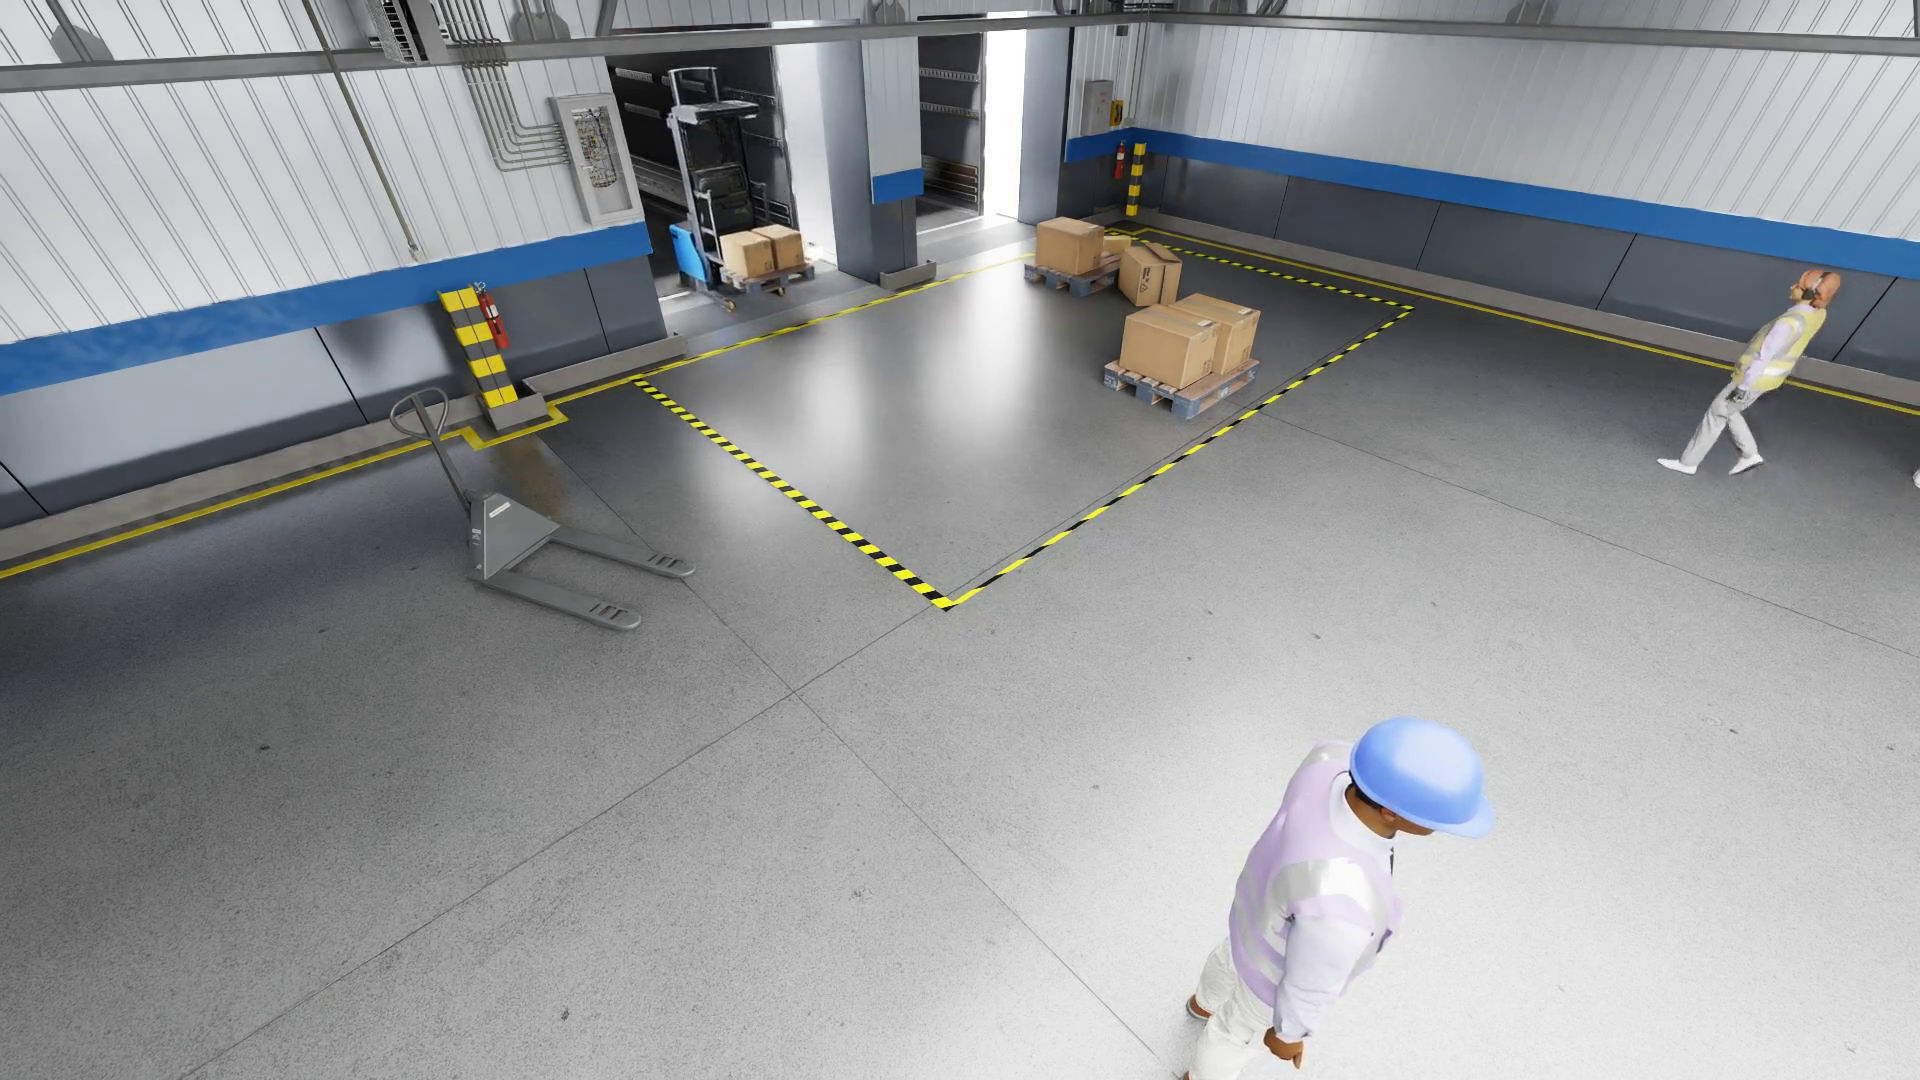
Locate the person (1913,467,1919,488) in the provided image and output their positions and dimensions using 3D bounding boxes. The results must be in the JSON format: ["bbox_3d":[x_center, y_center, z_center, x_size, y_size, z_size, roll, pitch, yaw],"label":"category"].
[{"bbox_3d":[7.808,-1.100,5.284,0.492,1.743,0.295,14,40,17],"label":"person"}]

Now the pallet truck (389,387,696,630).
[{"bbox_3d":[-2.613,-0.247,4.593,1.601,1.201,0.680,14,40,17],"label":"pallet truck"}]

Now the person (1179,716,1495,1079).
[{"bbox_3d":[0.994,1.178,2.169,0.403,1.945,0.610,14,40,18],"label":"person"}]

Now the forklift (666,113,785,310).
[{"bbox_3d":[-3.071,-4.064,8.878,0.716,2.013,0.776,-31,47,-33],"label":"forklift"}]

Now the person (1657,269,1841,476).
[{"bbox_3d":[5.972,-1.154,5.444,0.513,1.625,0.545,-15,40,-19],"label":"person"}]
